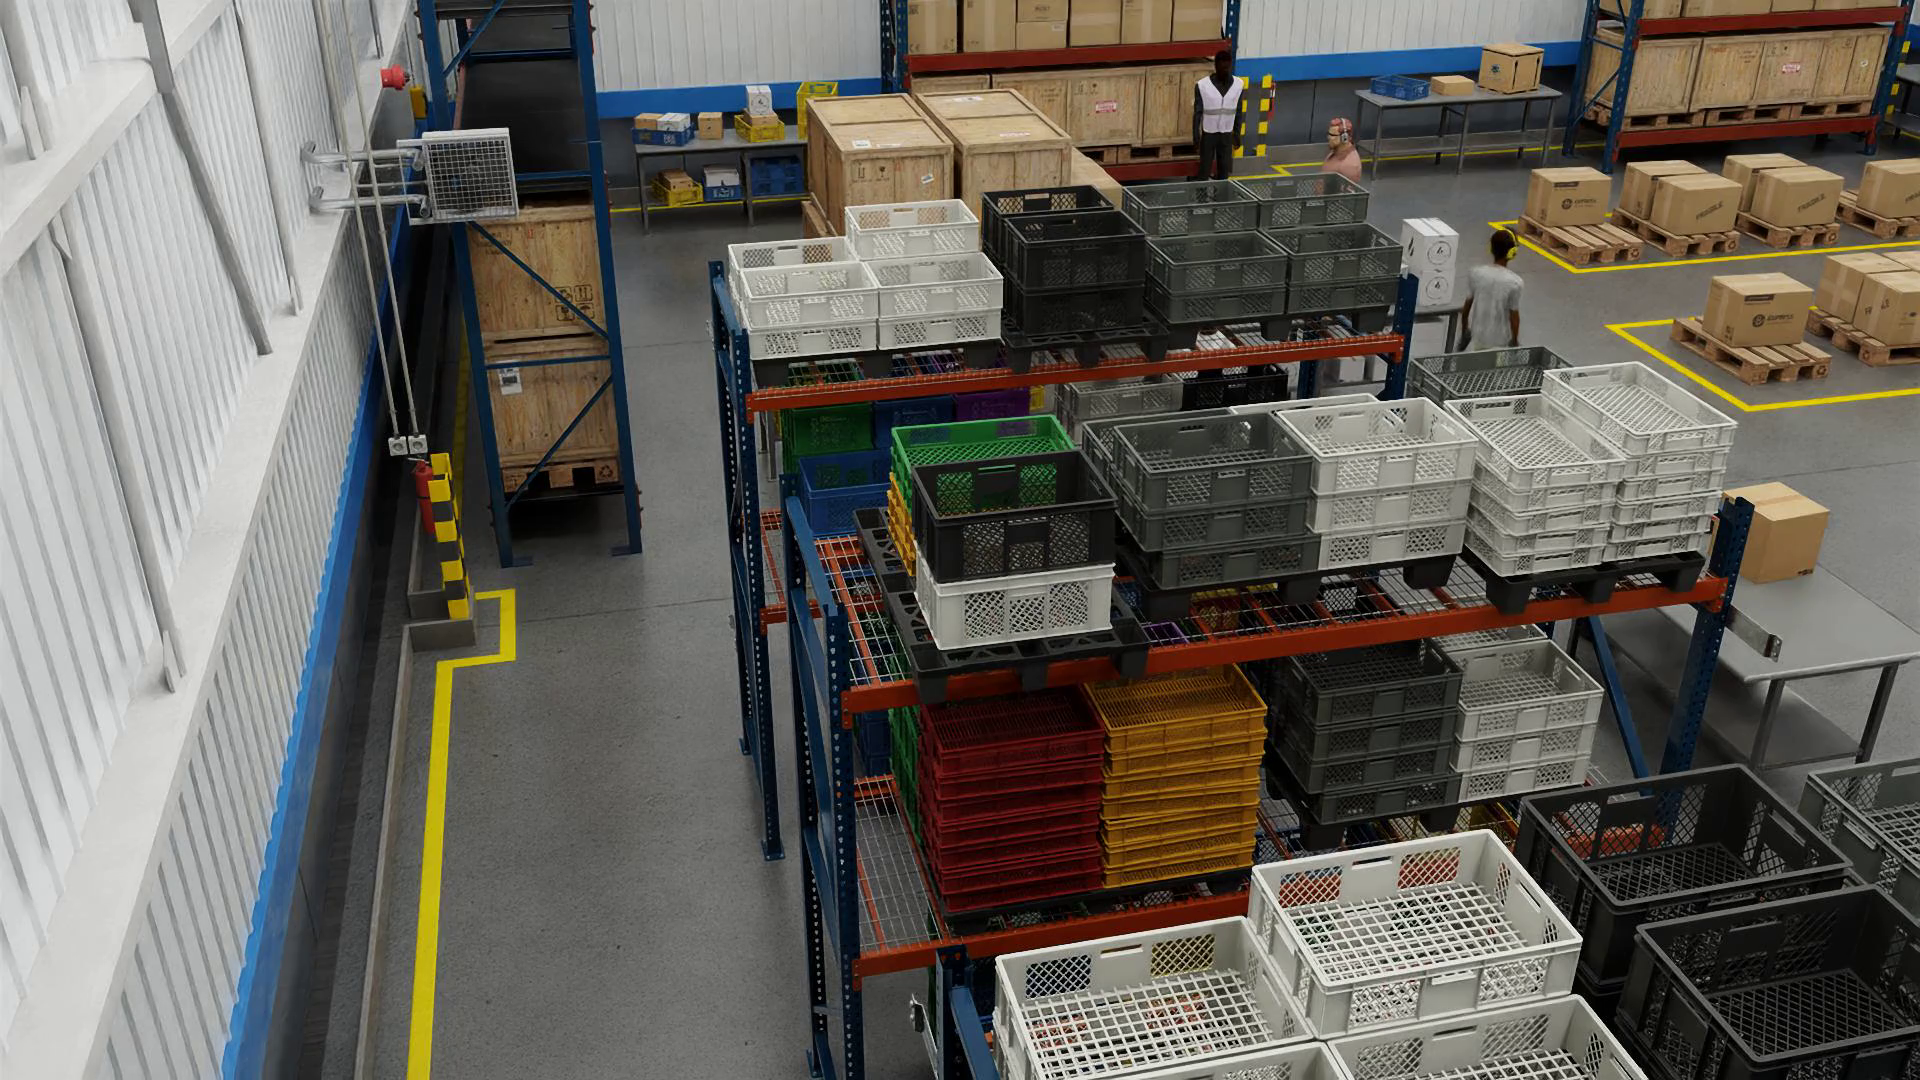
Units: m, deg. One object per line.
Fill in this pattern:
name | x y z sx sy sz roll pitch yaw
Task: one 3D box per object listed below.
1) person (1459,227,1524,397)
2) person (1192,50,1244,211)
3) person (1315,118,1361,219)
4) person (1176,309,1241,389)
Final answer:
person | 4.254 -1.594 13.345 0.337 1.872 0.527 -21 34 -35
person | 2.949 -4.674 19.148 0.595 1.908 0.411 -6 28 -11
person | 3.672 -3.194 16.348 0.397 1.899 0.648 1 28 1
person | 1.757 -0.927 12.065 0.339 1.881 0.578 -24 36 -38
